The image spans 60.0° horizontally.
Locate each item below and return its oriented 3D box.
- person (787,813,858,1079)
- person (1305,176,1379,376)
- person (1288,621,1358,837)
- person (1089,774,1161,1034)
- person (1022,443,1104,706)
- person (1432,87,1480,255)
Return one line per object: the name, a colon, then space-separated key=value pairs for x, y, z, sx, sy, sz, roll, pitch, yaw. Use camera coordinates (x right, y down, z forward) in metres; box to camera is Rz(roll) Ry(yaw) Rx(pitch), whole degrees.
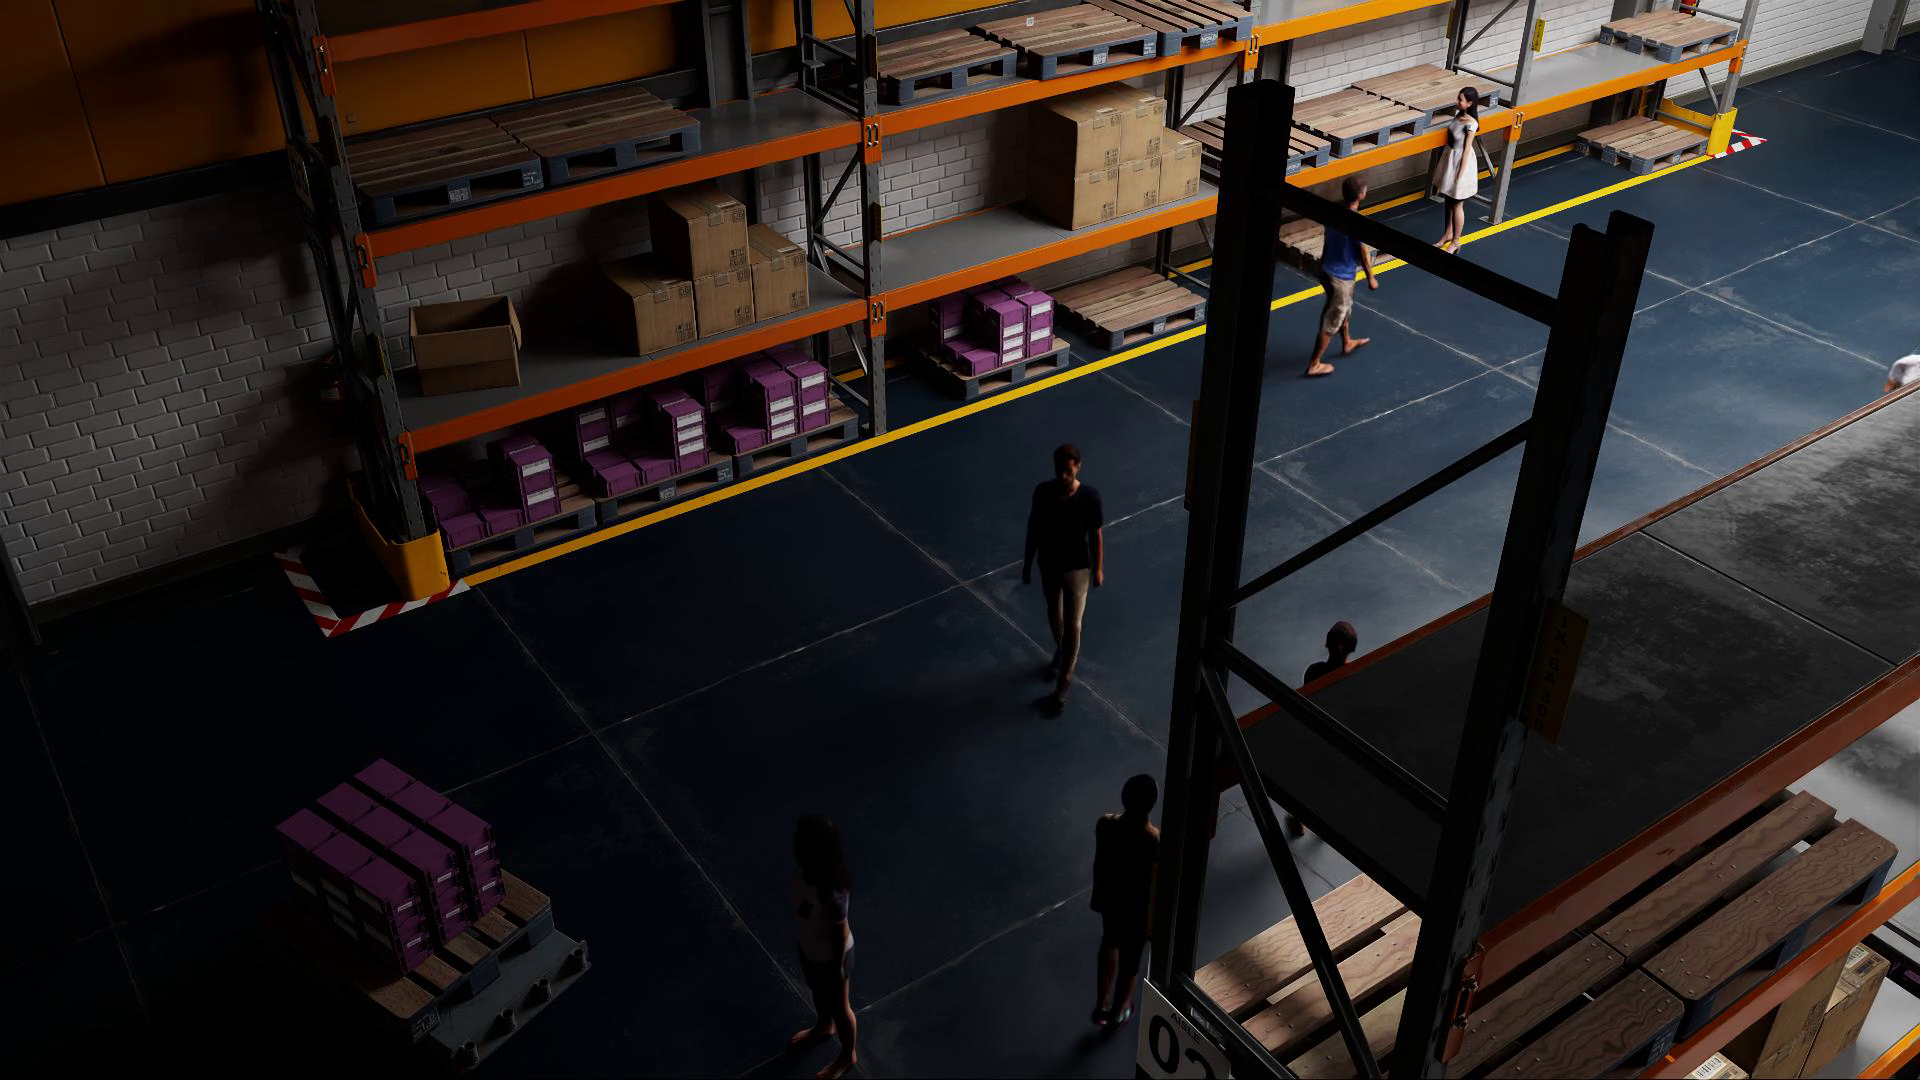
person: x=-0.681 y=2.028 z=8.371 sx=0.556 sy=1.706 sz=0.613 roll=-17 pitch=37 yaw=-24
person: x=3.313 y=-2.311 z=14.780 sx=1.095 sy=1.838 sz=0.789 roll=-13 pitch=36 yaw=-19
person: x=2.187 y=1.121 z=9.871 sx=0.639 sy=1.556 sz=0.701 roll=5 pitch=34 yaw=7
person: x=0.819 y=1.930 z=8.507 sx=0.711 sy=1.720 sz=0.773 roll=16 pitch=37 yaw=22
person: x=0.723 y=0.125 z=11.113 sx=0.914 sy=1.840 sz=1.000 roll=12 pitch=35 yaw=17
person: x=5.095 y=-3.780 z=17.052 sx=0.801 sy=1.769 sz=0.776 roll=-3 pitch=34 yaw=-4
